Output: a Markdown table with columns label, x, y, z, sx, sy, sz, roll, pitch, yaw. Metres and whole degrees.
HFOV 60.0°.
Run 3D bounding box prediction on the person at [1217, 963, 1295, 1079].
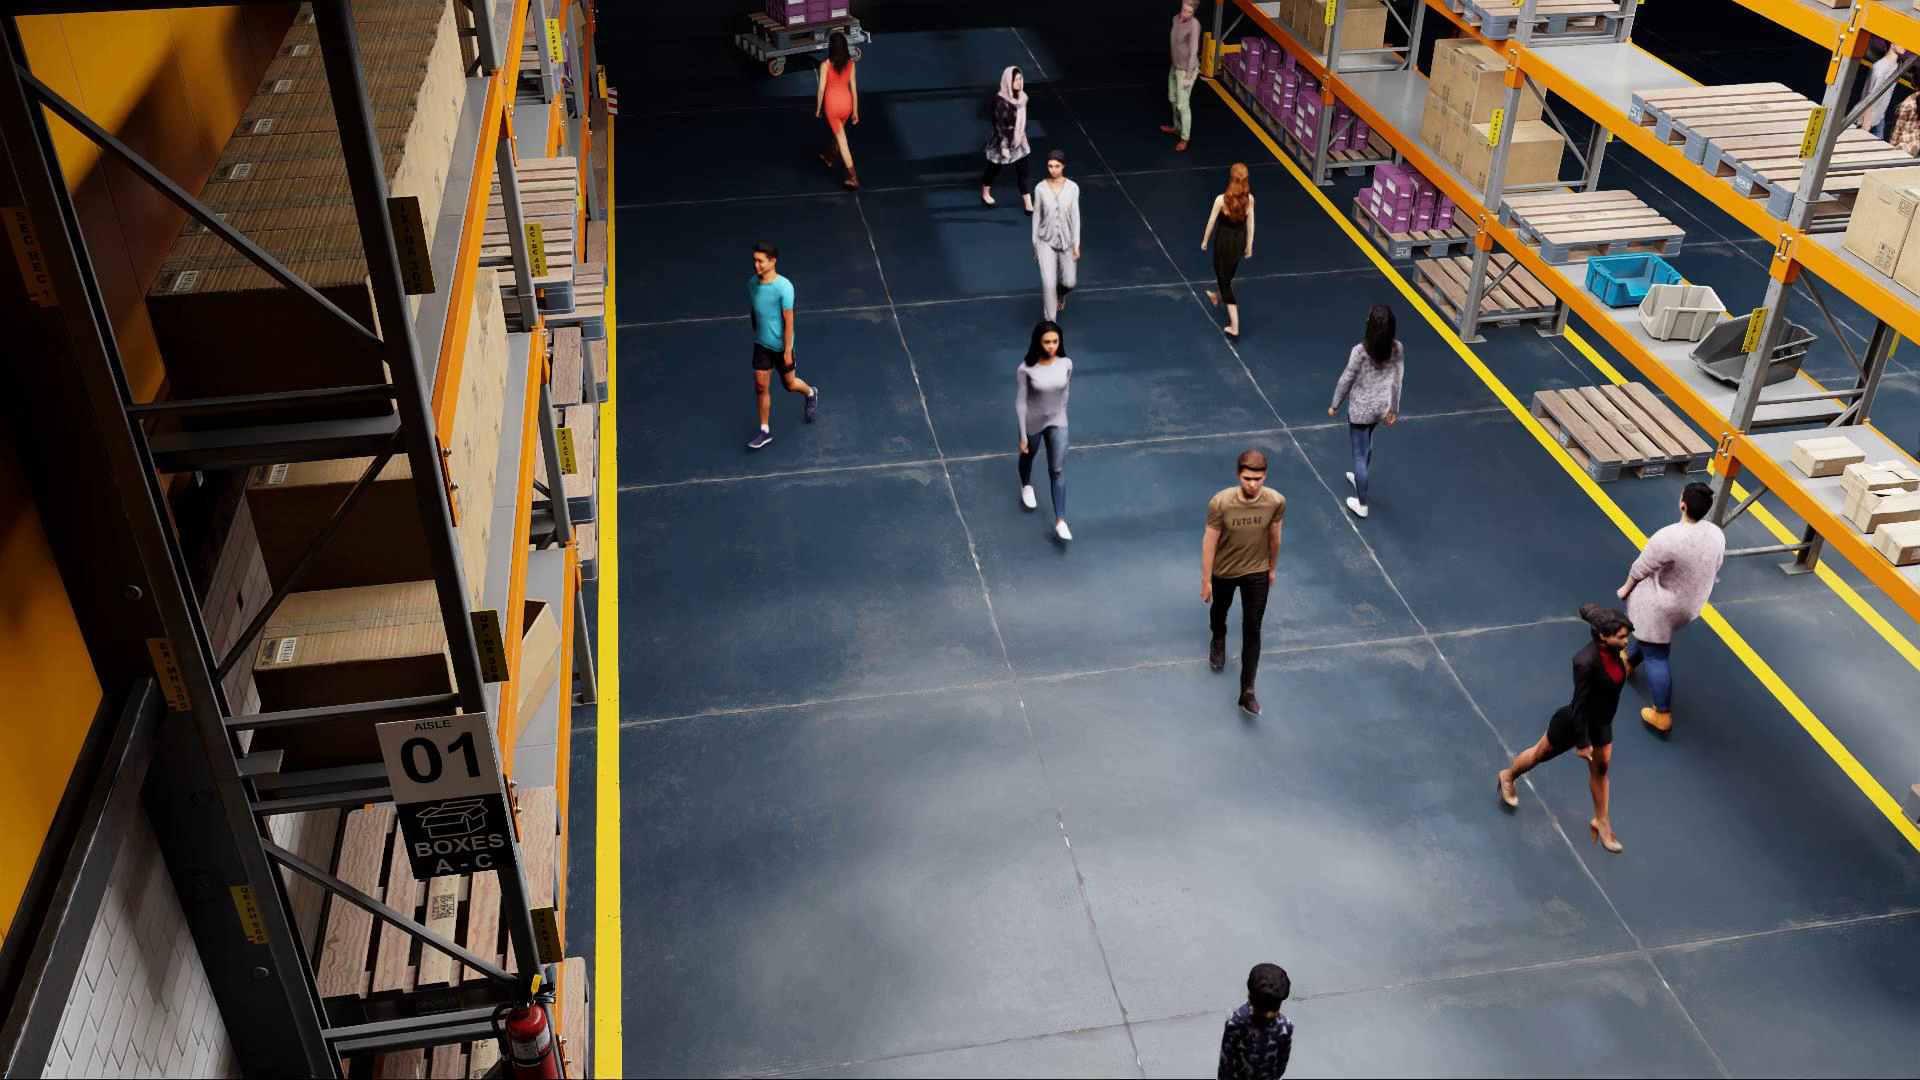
| label | x | y | z | sx | sy | sz | roll | pitch | yaw |
| --- | --- | --- | --- | --- | --- | --- | --- | --- | --- |
| person | 1.395 | 2.480 | 8.004 | 0.641 | 1.234 | 0.853 | 4 | 34 | 6 |

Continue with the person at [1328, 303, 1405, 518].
| label | x | y | z | sx | sy | sz | roll | pitch | yaw |
| --- | --- | --- | --- | --- | --- | --- | --- | --- | --- |
| person | 3.161 | -0.951 | 12.737 | 0.684 | 1.708 | 0.847 | -11 | 35 | -16 |

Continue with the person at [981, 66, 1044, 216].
| label | x | y | z | sx | sy | sz | roll | pitch | yaw |
| --- | --- | --- | --- | --- | --- | --- | --- | --- | --- |
| person | 0.439 | -4.275 | 17.846 | 1.003 | 1.589 | 1.178 | -27 | 42 | -34 |

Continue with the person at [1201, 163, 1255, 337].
| label | x | y | z | sx | sy | sz | roll | pitch | yaw |
| --- | --- | --- | --- | --- | --- | --- | --- | --- | --- |
| person | 2.523 | -2.654 | 15.421 | 0.691 | 1.574 | 1.133 | -11 | 35 | -16 |

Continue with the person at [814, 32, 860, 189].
| label | x | y | z | sx | sy | sz | roll | pitch | yaw |
| --- | --- | --- | --- | --- | --- | --- | --- | --- | --- |
| person | -1.311 | -4.709 | 18.439 | 0.918 | 1.655 | 1.235 | -21 | 39 | -28 |

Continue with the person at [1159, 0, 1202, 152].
| label | x | y | z | sx | sy | sz | roll | pitch | yaw |
| --- | --- | --- | --- | --- | --- | --- | --- | --- | --- |
| person | 2.627 | -5.494 | 19.467 | 1.024 | 1.824 | 0.681 | -6 | 34 | -9 |

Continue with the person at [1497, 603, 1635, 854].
| label | x | y | z | sx | sy | sz | roll | pitch | yaw |
| --- | --- | --- | --- | --- | --- | --- | --- | --- | --- |
| person | 3.568 | 1.073 | 9.800 | 0.901 | 1.589 | 1.119 | -24 | 41 | -32 |

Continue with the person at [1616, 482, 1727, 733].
| label | x | y | z | sx | sy | sz | roll | pitch | yaw |
| --- | --- | --- | --- | --- | --- | --- | --- | --- | --- |
| person | 4.566 | 0.441 | 10.647 | 0.726 | 1.704 | 1.096 | -8 | 34 | -11 |

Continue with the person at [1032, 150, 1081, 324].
| label | x | y | z | sx | sy | sz | roll | pitch | yaw |
| --- | --- | --- | --- | --- | --- | --- | --- | --- | --- |
| person | 0.899 | -2.780 | 15.442 | 0.702 | 1.759 | 0.907 | 1 | 34 | 1 |

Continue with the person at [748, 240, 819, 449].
| label | x | y | z | sx | sy | sz | roll | pitch | yaw |
| --- | --- | --- | --- | --- | --- | --- | --- | --- | --- |
| person | -1.472 | -1.640 | 13.737 | 1.032 | 1.750 | 1.142 | 18 | 38 | 25 |

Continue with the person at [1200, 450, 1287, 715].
| label | x | y | z | sx | sy | sz | roll | pitch | yaw |
| --- | --- | --- | --- | --- | --- | --- | --- | --- | --- |
| person | 1.829 | 0.162 | 10.978 | 0.842 | 1.802 | 1.248 | 1 | 34 | 1 |

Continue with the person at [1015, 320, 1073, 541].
| label | x | y | z | sx | sy | sz | roll | pitch | yaw |
| --- | --- | --- | --- | --- | --- | --- | --- | --- | --- |
| person | 0.591 | -0.905 | 12.688 | 0.654 | 1.686 | 1.159 | -7 | 34 | -11 |
